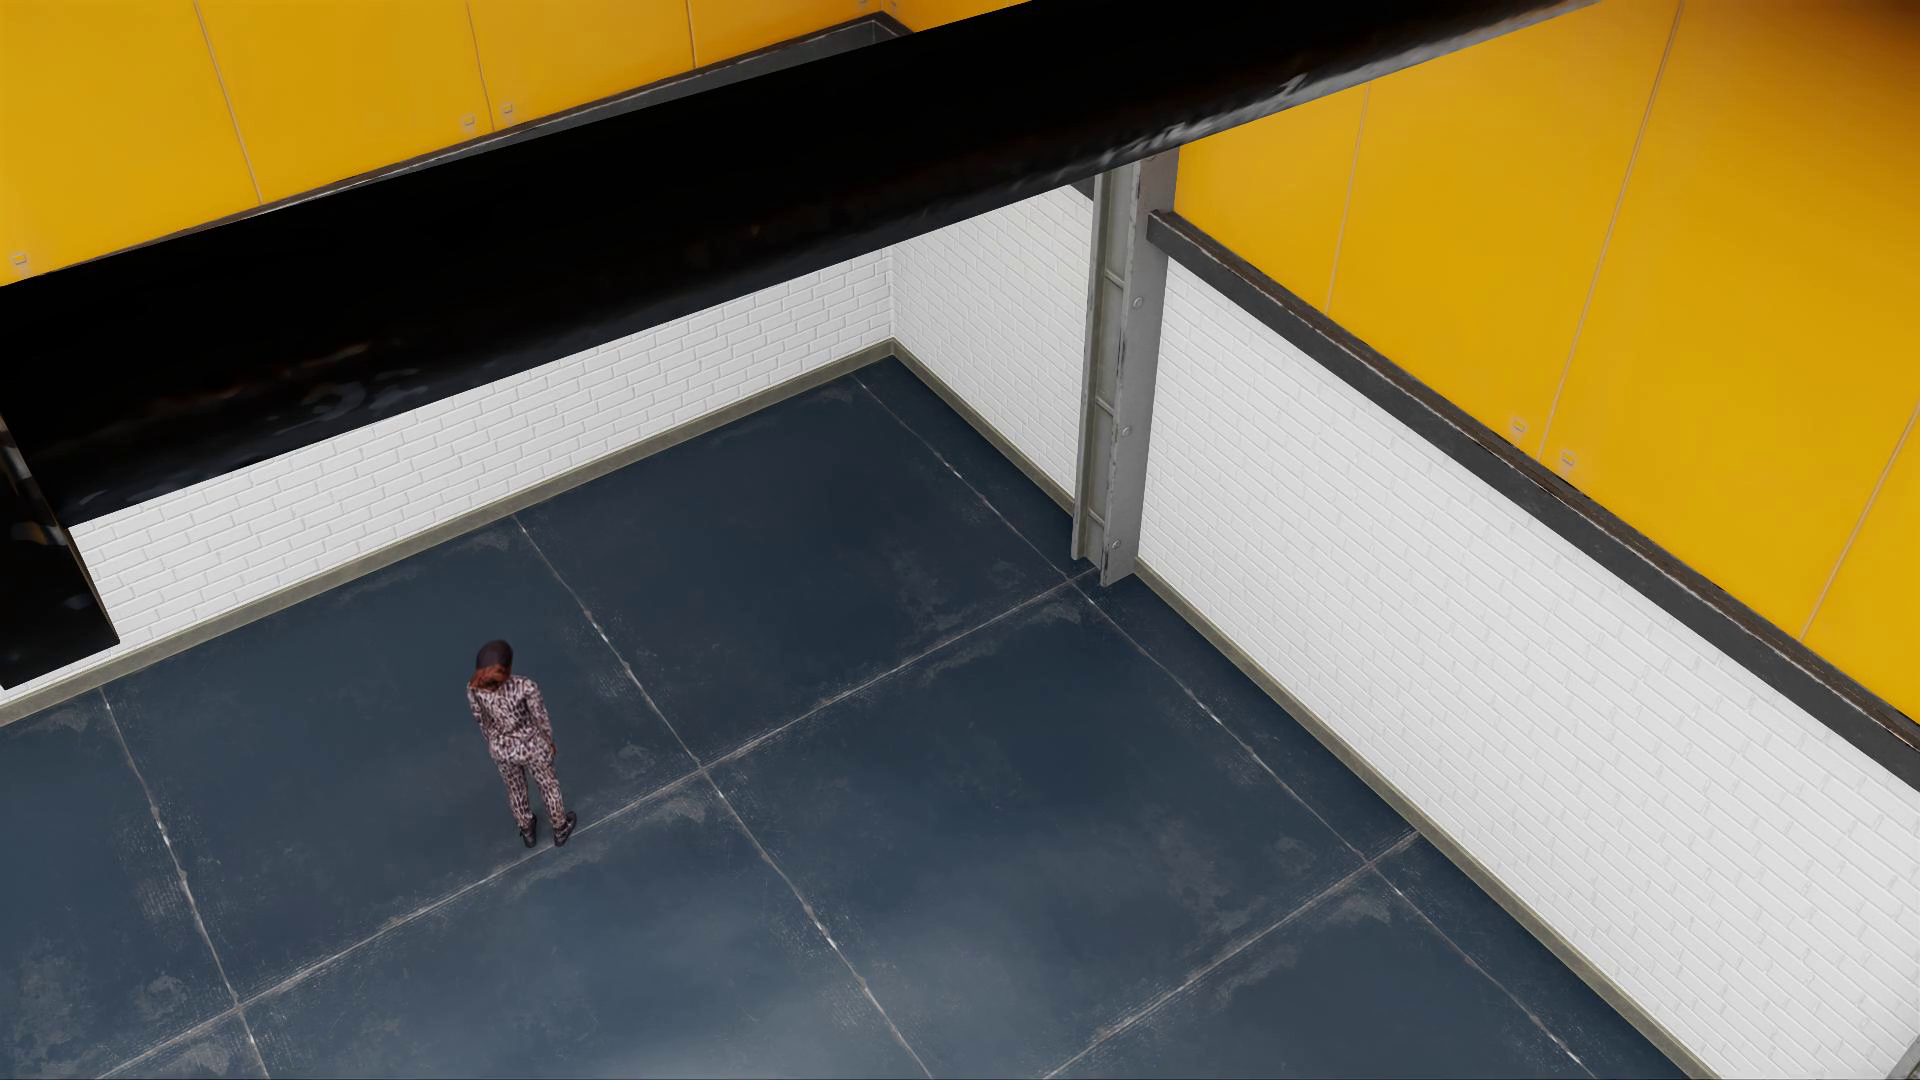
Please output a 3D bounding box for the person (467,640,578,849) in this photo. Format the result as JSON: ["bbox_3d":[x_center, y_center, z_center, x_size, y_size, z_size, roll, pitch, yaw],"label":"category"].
[{"bbox_3d":[-2.592,1.207,9.785,0.675,1.714,0.721,2,44,2],"label":"person"}]
